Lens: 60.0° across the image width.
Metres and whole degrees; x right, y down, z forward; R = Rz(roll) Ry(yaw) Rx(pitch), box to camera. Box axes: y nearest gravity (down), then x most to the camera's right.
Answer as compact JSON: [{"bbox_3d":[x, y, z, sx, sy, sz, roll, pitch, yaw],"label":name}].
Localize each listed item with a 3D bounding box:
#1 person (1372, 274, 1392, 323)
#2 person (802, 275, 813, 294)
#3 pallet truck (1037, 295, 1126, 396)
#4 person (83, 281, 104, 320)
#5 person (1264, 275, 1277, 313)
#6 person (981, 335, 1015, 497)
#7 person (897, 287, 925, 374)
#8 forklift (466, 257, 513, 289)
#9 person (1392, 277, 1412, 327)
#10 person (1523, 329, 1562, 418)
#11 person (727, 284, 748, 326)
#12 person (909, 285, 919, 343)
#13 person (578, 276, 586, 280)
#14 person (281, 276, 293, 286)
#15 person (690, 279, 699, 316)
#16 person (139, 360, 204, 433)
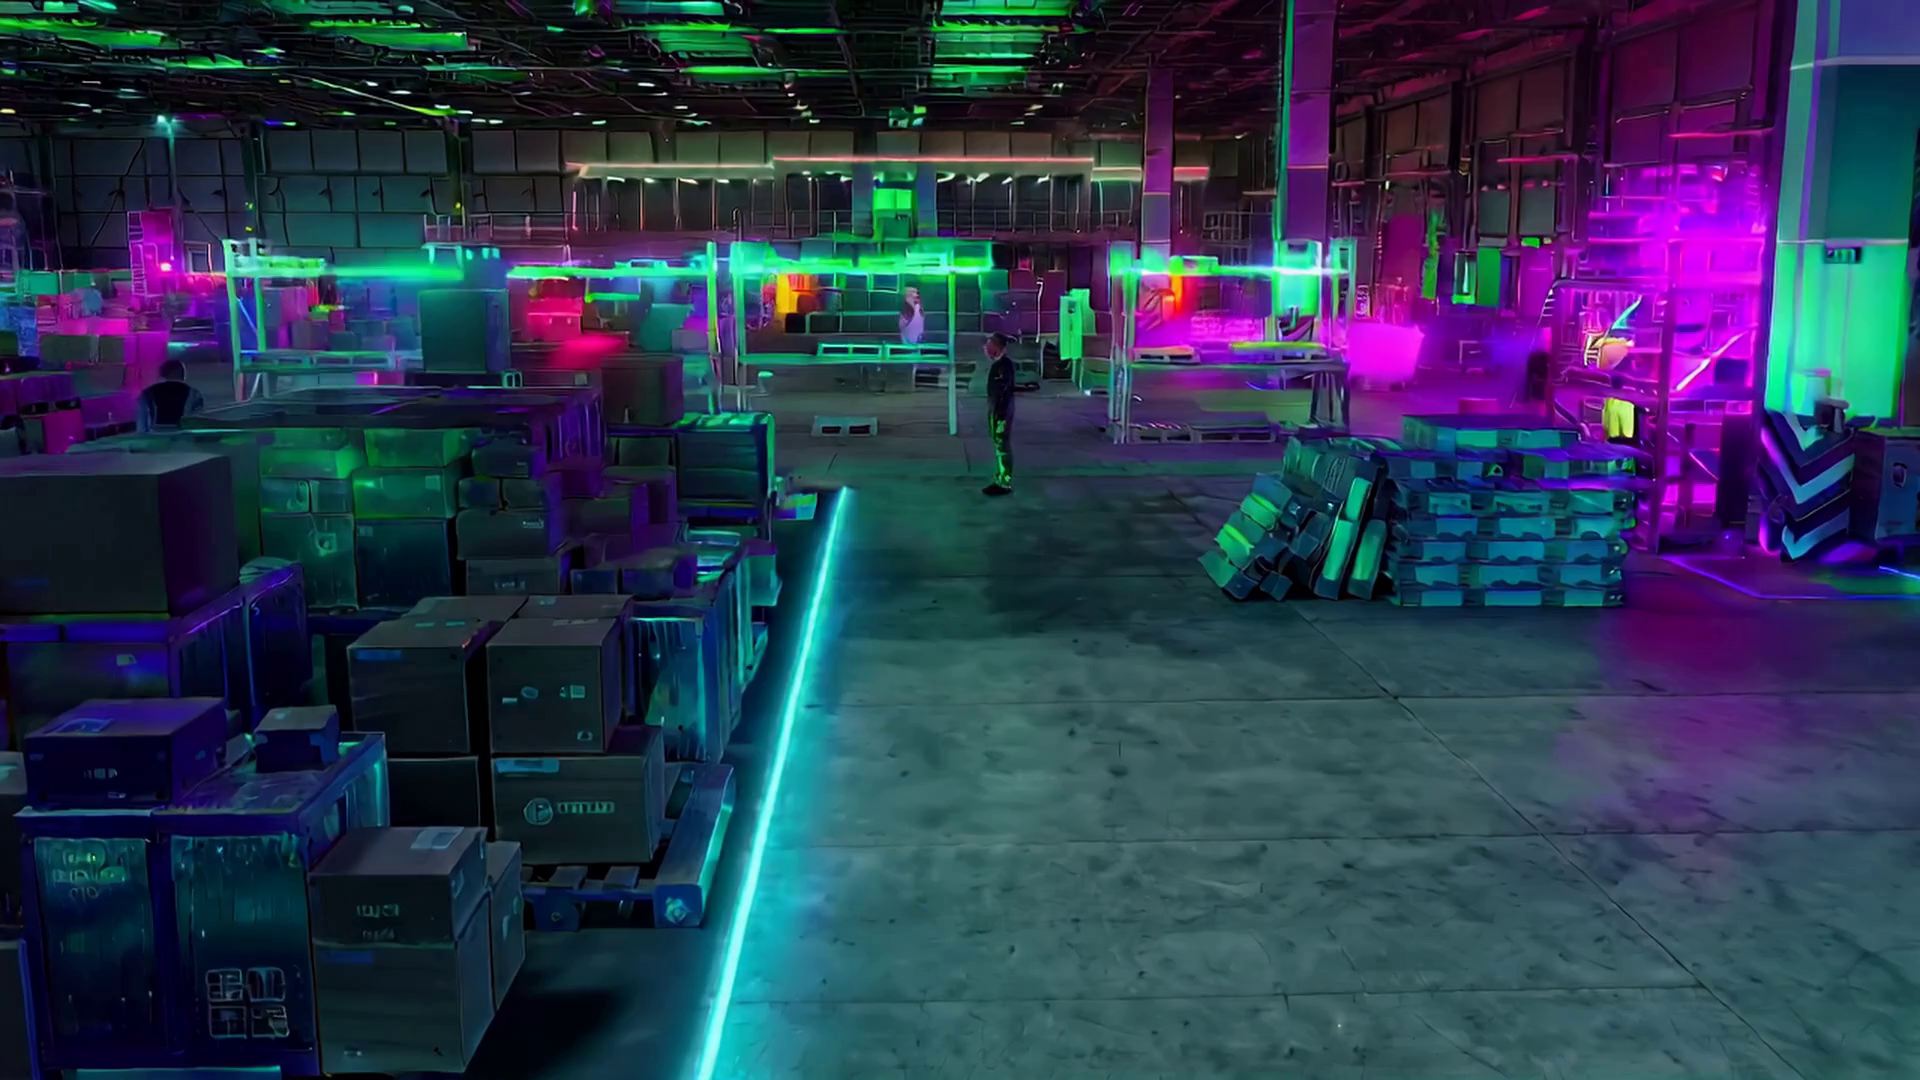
[{"bbox_3d":[14.094,-7.895,55.533,0.647,1.952,0.890,2,10,9],"label":"person"},{"bbox_3d":[-5.184,-8.030,56.395,0.392,1.919,0.591,4,11,23],"label":"person"},{"bbox_3d":[2.483,-3.881,33.060,1.885,1.965,0.823,-7,13,-36],"label":"pallet truck"},{"bbox_3d":[-27.594,-7.360,53.027,0.606,1.793,0.920,-1,10,-7],"label":"person"},{"bbox_3d":[13.329,-10.661,71.323,0.622,1.822,0.457,-3,11,-17],"label":"person"},{"bbox_3d":[0.471,-1.487,19.903,0.372,1.934,0.627,-2,10,-10],"label":"person"},{"bbox_3d":[-1.105,-4.793,38.021,0.777,2.000,0.692,8,13,38],"label":"person"},{"bbox_3d":[-5.957,-2.206,21.271,1.873,2.768,1.129,0,10,-2],"label":"forklift"},{"bbox_3d":[14.524,-7.707,54.687,0.701,1.877,0.942,5,11,25],"label":"person"},{"bbox_3d":[7.877,-1.982,22.864,0.894,1.867,0.654,9,13,40],"label":"person"},{"bbox_3d":[-5.998,-5.931,44.674,0.560,1.922,0.404,-5,11,-24],"label":"person"},{"bbox_3d":[-1.253,-5.835,44.264,0.358,1.883,0.572,-3,11,-15],"label":"person"},{"bbox_3d":[-13.242,-8.382,58.300,0.369,1.937,0.552,8,13,37],"label":"person"},{"bbox_3d":[-25.605,-9.204,63.483,0.512,1.708,0.825,-1,10,-4],"label":"person"},{"bbox_3d":[-8.562,-7.383,52.969,0.786,1.860,0.580,6,12,31],"label":"person"},{"bbox_3d":[-8.244,-0.981,17.441,0.628,1.812,0.863,-4,11,-22],"label":"person"}]
